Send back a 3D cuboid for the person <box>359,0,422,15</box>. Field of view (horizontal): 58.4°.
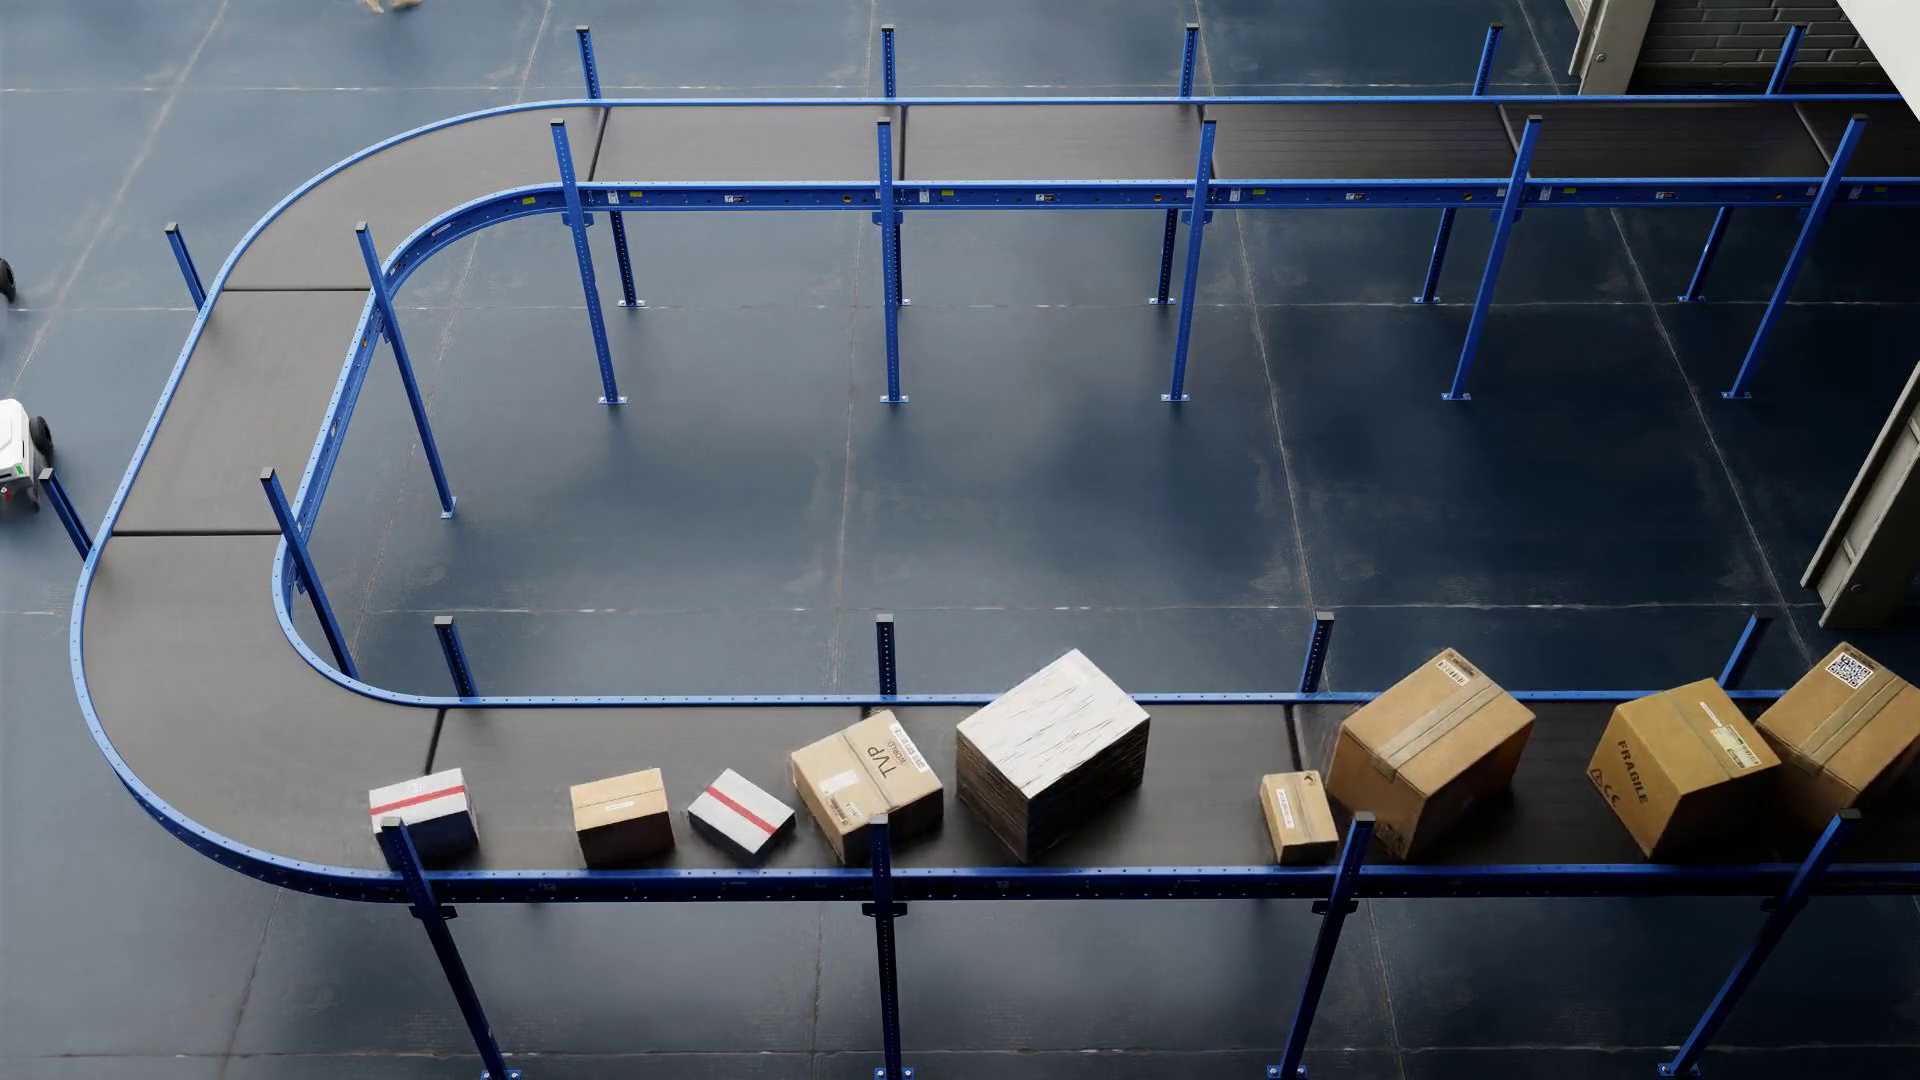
[{"bbox_3d":[-5.196,-5.439,15.202,0.471,1.687,0.543,-20,50,-18],"label":"person"}]

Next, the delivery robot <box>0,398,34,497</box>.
[{"bbox_3d":[-6.396,-0.620,11.428,0.477,0.478,0.707,-15,49,-14],"label":"delivery robot"}]
